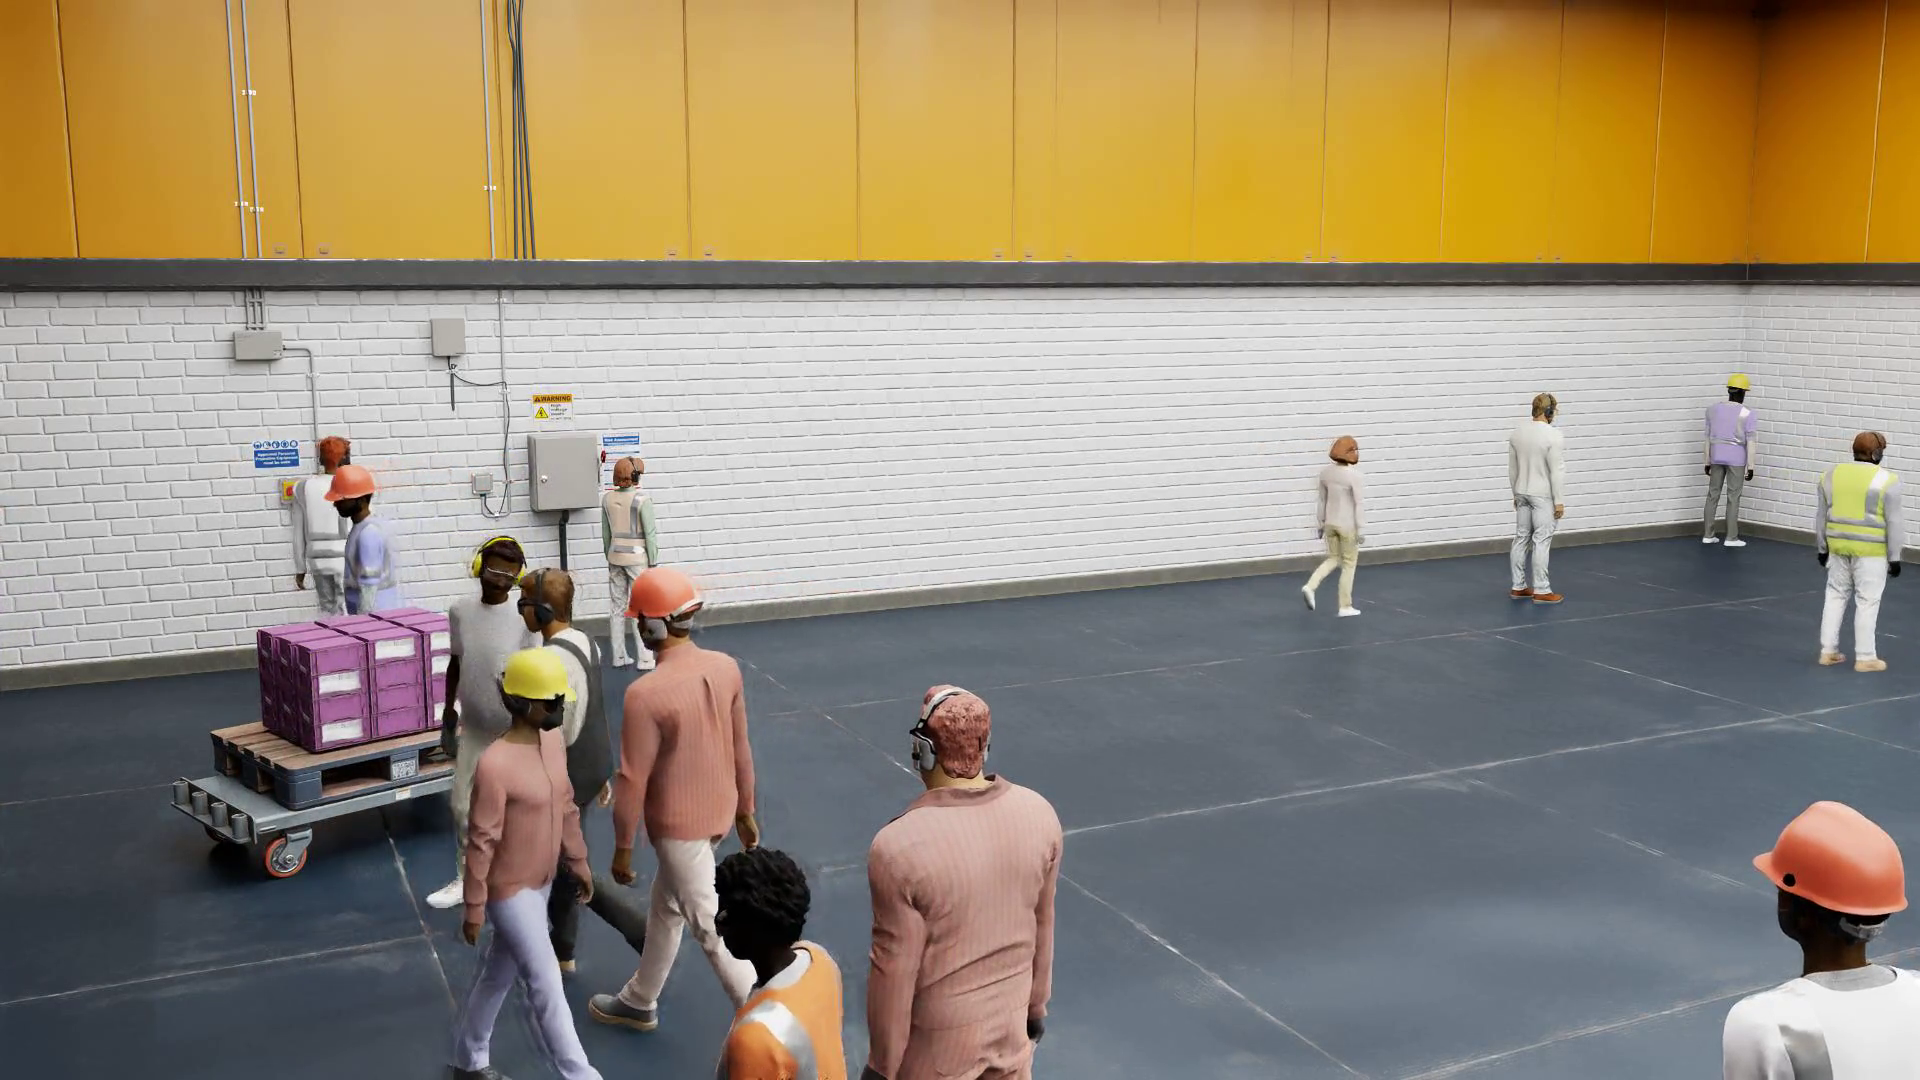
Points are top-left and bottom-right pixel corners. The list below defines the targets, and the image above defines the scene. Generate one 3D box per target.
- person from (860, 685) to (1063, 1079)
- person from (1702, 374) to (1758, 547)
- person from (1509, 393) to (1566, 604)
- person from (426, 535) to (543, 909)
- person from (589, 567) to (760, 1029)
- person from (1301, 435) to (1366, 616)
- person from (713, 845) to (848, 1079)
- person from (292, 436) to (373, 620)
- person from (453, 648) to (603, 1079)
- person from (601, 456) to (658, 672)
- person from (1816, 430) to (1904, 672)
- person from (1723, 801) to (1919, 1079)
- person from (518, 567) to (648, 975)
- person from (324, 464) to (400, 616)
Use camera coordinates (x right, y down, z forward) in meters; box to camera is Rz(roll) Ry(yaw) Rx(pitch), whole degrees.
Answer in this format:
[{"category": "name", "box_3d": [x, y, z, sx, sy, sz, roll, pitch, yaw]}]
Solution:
[{"category": "person", "box_3d": [-0.021, 1.344, 4.648, 0.649, 1.906, 0.401, -8, 12, -39]}, {"category": "person", "box_3d": [8.528, -0.880, 18.413, 0.390, 1.919, 0.583, -7, 12, -38]}, {"category": "person", "box_3d": [5.306, -0.385, 15.284, 0.372, 1.937, 0.627, -4, 10, -25]}, {"category": "person", "box_3d": [-2.191, 0.877, 7.795, 0.593, 1.835, 0.360, 2, 9, 14]}, {"category": "person", "box_3d": [-1.040, 1.062, 6.346, 1.044, 1.935, 0.621, 4, 10, 26]}, {"category": "person", "box_3d": [3.304, -0.110, 14.567, 0.523, 1.619, 0.504, -6, 11, -31]}, {"category": "person", "box_3d": [-0.485, 1.556, 4.013, 0.492, 1.676, 0.545, 1, 9, 9]}, {"category": "person", "box_3d": [-4.427, 0.188, 11.894, 0.616, 1.877, 0.446, 1, 9, 8]}, {"category": "person", "box_3d": [-1.506, 1.230, 5.941, 0.888, 1.715, 0.535, 2, 9, 13]}, {"category": "person", "box_3d": [-2.504, 0.184, 12.665, 0.514, 1.640, 0.309, 5, 11, 30]}, {"category": "person", "box_3d": [6.864, 0.081, 12.687, 0.429, 1.840, 0.635, -5, 11, -30]}, {"category": "person", "box_3d": [1.804, 1.503, 3.550, 0.545, 1.942, 0.354, -3, 10, -19]}, {"category": "person", "box_3d": [-1.565, 1.012, 7.004, 0.728, 1.824, 0.521, 1, 9, 9]}, {"category": "person", "box_3d": [-3.688, 0.473, 10.141, 0.995, 1.874, 0.562, -4, 10, -21]}]
